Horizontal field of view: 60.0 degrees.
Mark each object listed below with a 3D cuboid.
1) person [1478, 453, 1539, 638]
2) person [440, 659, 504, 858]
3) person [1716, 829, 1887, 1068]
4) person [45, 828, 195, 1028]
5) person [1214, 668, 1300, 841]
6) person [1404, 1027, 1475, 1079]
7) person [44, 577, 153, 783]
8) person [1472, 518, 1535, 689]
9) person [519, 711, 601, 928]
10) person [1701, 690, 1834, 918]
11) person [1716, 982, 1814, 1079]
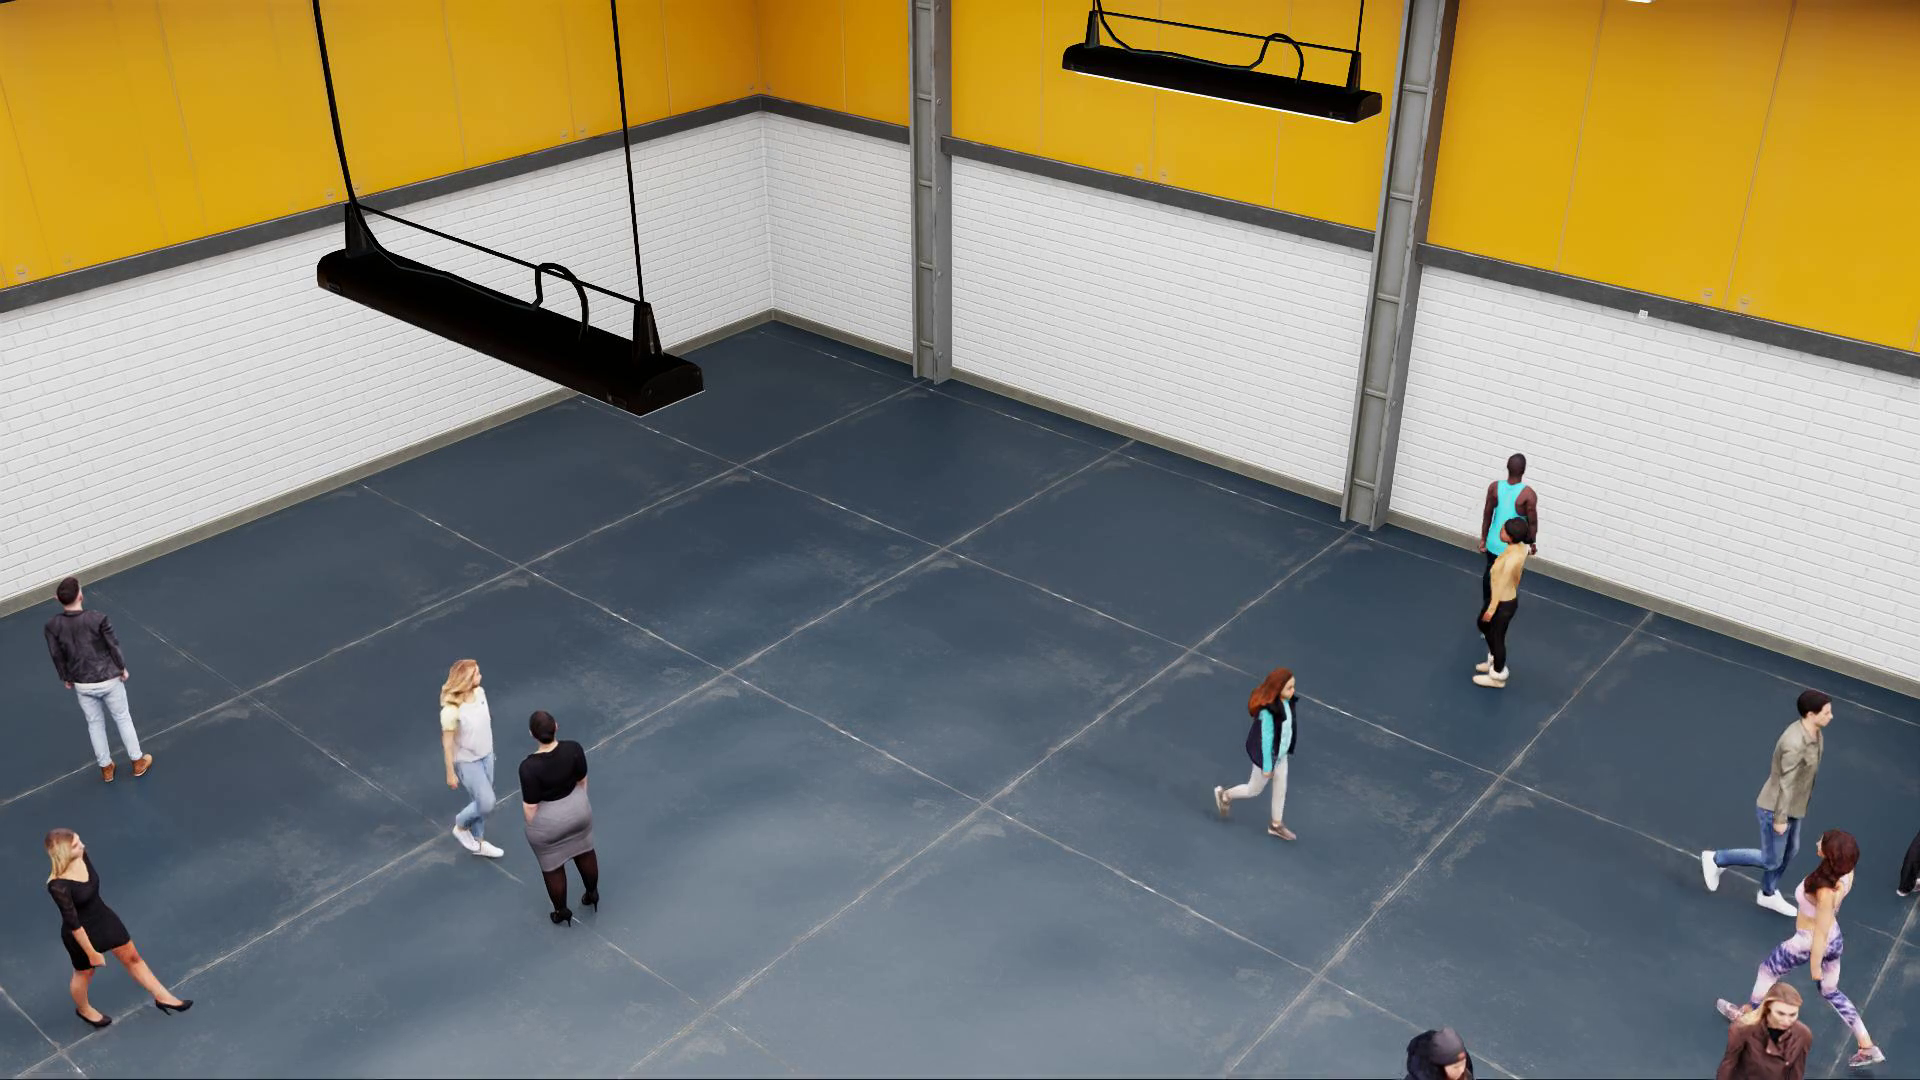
[{"bbox_3d":[4.937,0.067,15.142,0.735,1.800,0.686,22,36,35],"label":"person"},{"bbox_3d":[-3.704,1.626,12.383,0.802,1.705,0.771,11,30,19],"label":"person"},{"bbox_3d":[5.502,2.624,10.530,0.713,1.729,1.266,-23,36,-36],"label":"person"},{"bbox_3d":[-5.712,2.546,10.761,1.054,1.644,0.949,0,29,0],"label":"person"},{"bbox_3d":[2.297,1.603,12.656,0.892,1.486,0.547,21,35,33],"label":"person"},{"bbox_3d":[2.520,3.334,9.333,0.794,1.628,1.122,-21,35,-34],"label":"person"},{"bbox_3d":[-6.855,1.108,13.197,0.741,1.836,0.763,-6,29,-12],"label":"person"},{"bbox_3d":[4.774,0.564,14.389,0.664,1.649,0.662,12,31,20],"label":"person"},{"bbox_3d":[-2.816,1.960,11.718,0.695,1.757,0.659,-23,36,-36],"label":"person"},{"bbox_3d":[5.772,1.849,11.824,0.952,1.851,0.730,24,37,37],"label":"person"},{"bbox_3d":[4.548,3.162,9.586,0.986,1.688,0.957,4,29,8],"label":"person"}]
